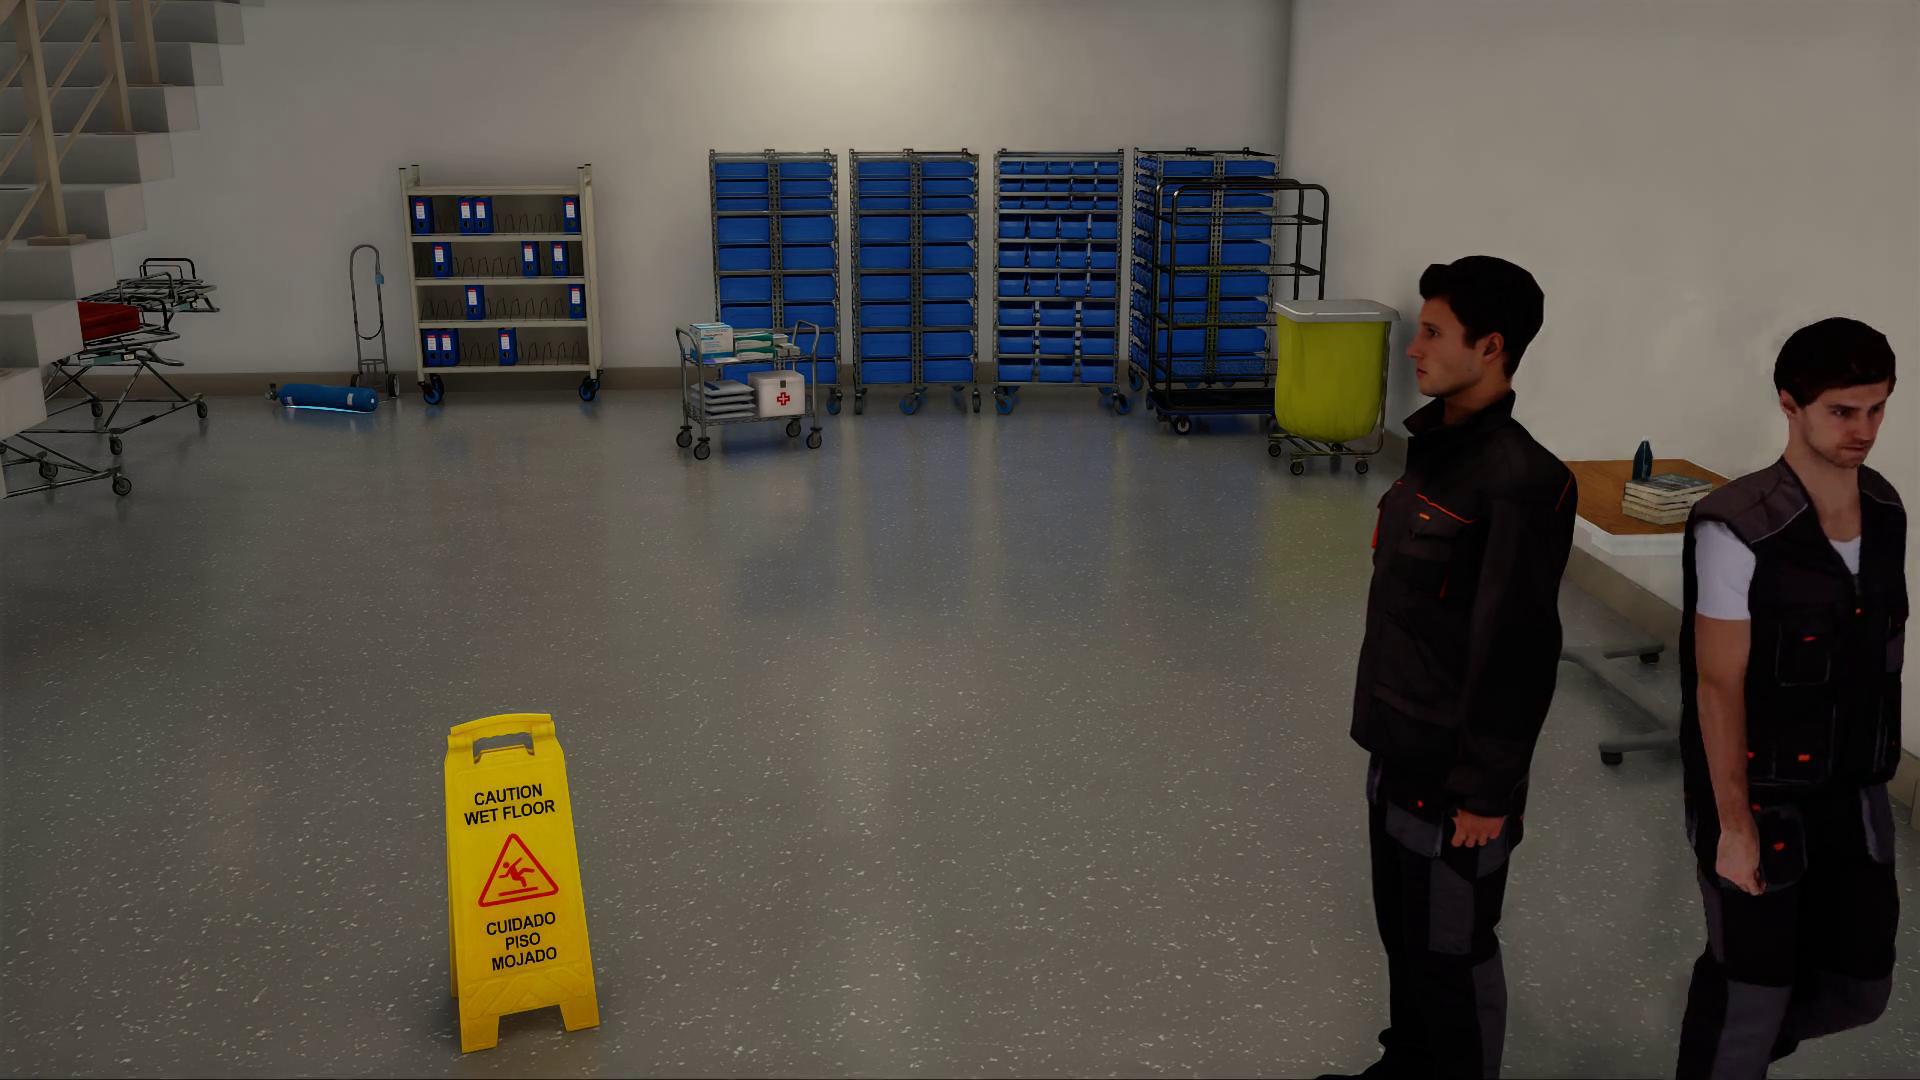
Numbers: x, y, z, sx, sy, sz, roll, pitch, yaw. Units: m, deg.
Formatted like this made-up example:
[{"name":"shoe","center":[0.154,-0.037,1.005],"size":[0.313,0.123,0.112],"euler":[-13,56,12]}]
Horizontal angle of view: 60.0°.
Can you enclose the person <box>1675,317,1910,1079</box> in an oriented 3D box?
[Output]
[{"name":"person","center":[1.572,0.465,3.330],"size":[0.735,1.829,0.752],"euler":[-6,17,-20]}]

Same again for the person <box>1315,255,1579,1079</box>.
[{"name":"person","center":[0.993,0.395,3.364],"size":[0.749,1.946,0.502],"euler":[-1,16,-5]}]
